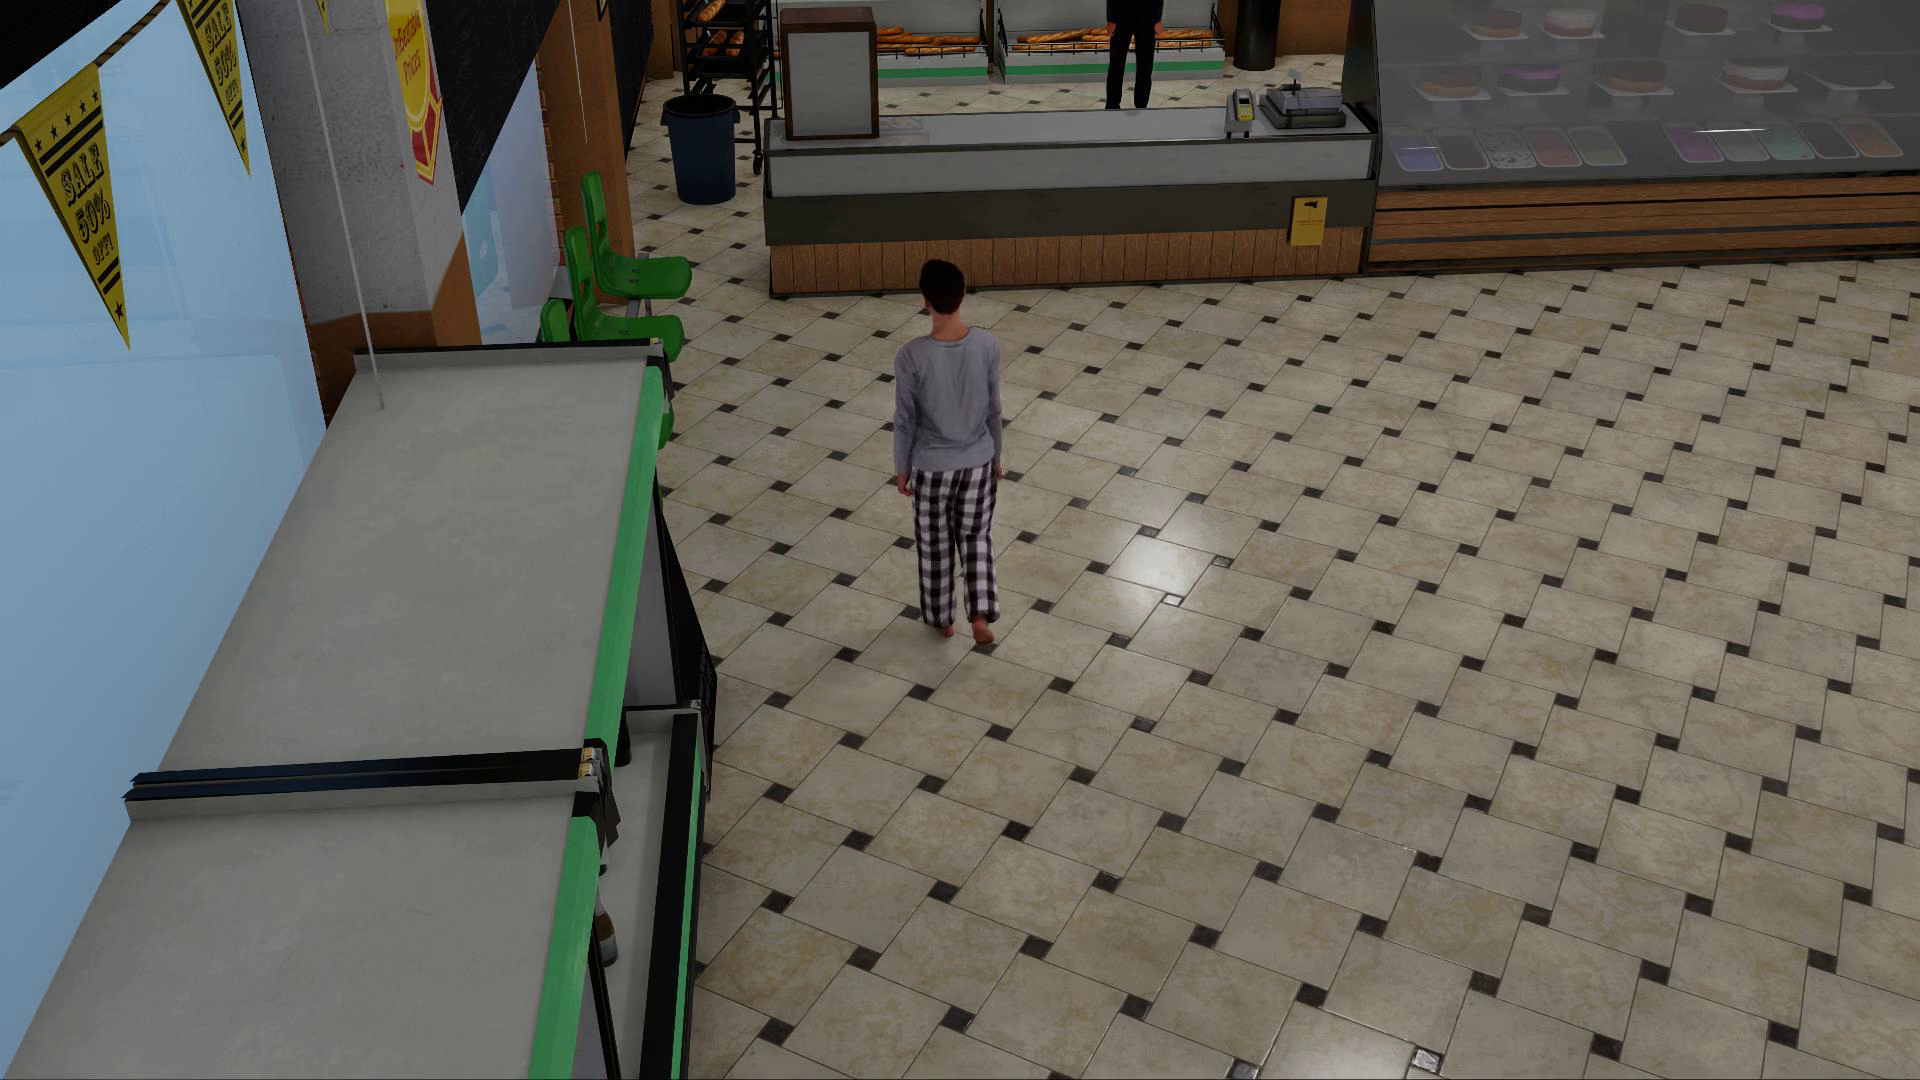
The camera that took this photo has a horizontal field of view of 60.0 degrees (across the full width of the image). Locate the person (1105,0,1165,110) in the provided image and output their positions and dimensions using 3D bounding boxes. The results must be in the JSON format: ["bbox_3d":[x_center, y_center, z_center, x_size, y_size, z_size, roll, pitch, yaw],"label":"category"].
[{"bbox_3d":[1.420,-4.247,13.479,0.611,1.868,0.566,-3,32,-4],"label":"person"}]

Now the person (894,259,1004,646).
[{"bbox_3d":[-0.010,-0.293,7.159,0.701,1.831,0.846,-7,33,-11],"label":"person"}]
